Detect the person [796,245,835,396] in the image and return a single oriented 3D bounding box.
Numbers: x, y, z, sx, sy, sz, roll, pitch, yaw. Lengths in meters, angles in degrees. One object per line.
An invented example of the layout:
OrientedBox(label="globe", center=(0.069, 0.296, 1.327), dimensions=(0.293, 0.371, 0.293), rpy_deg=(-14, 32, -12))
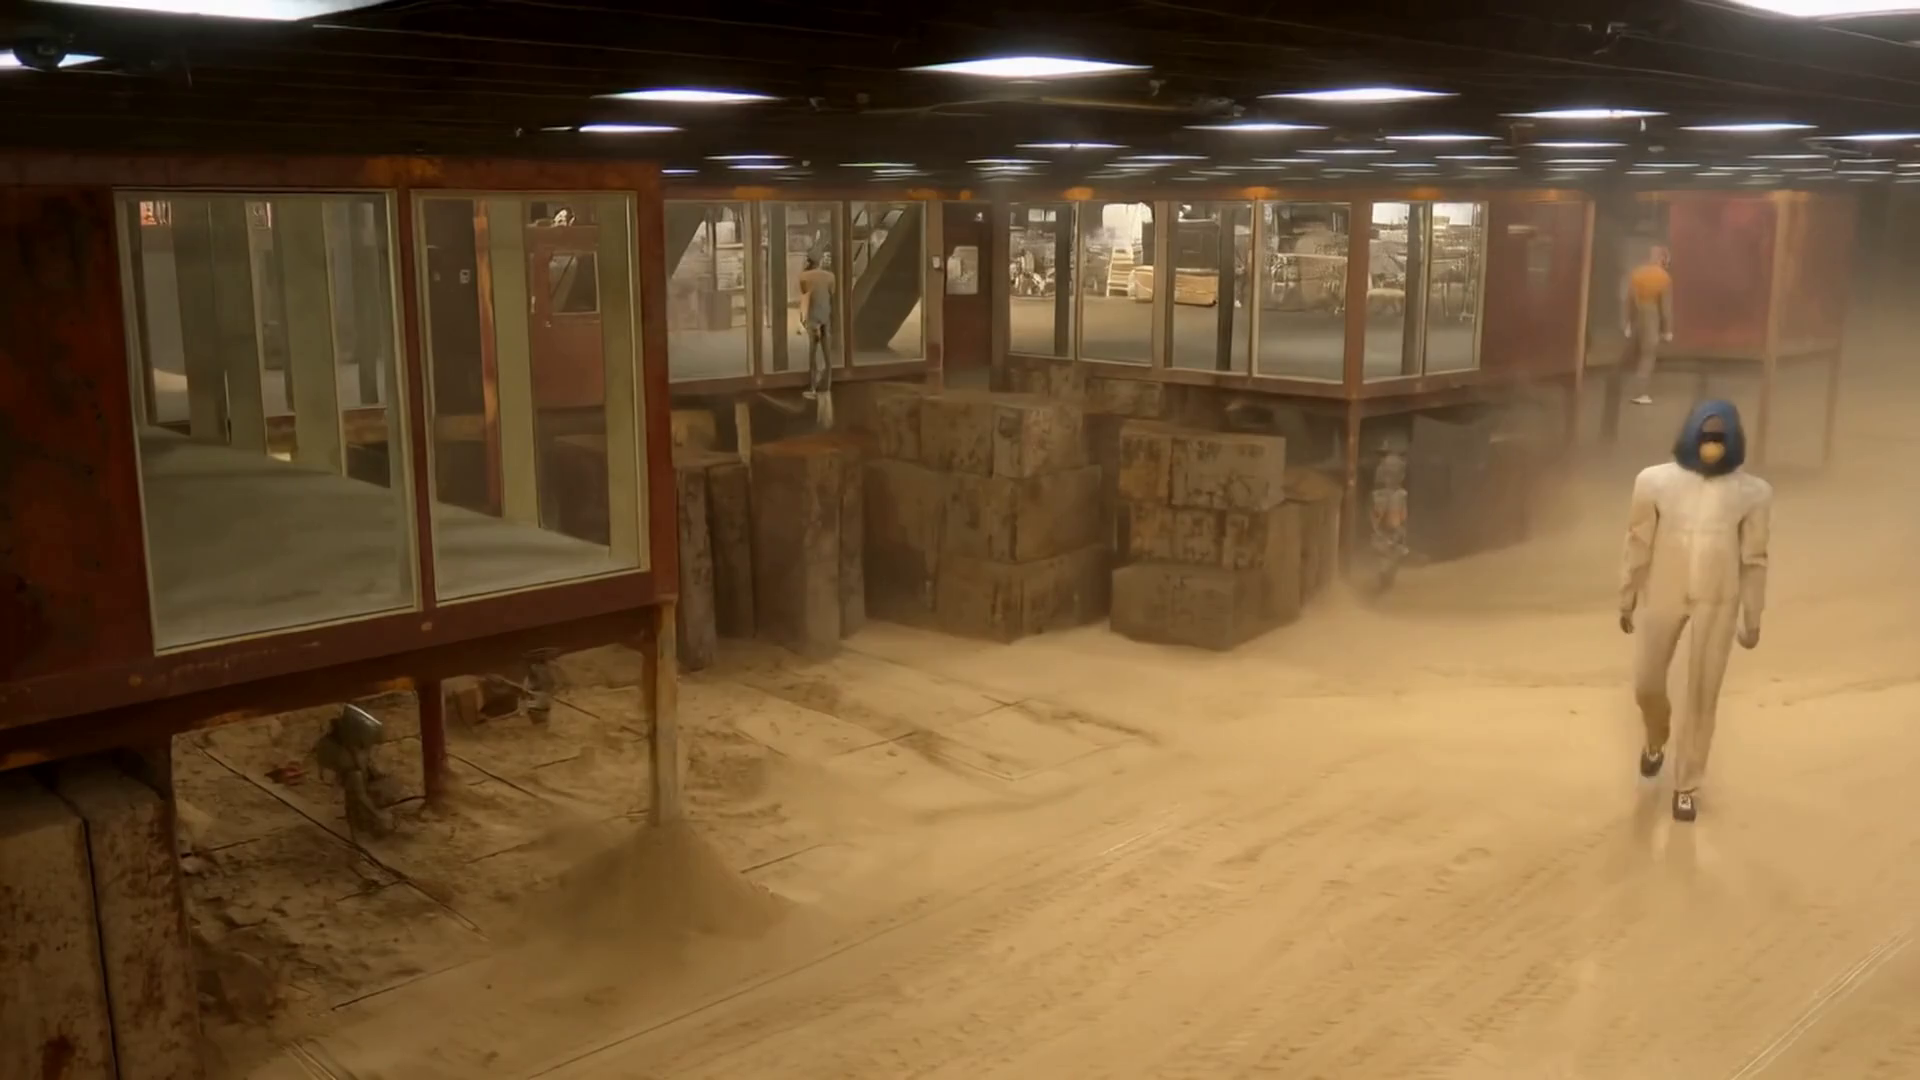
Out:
OrientedBox(label="person", center=(-1.799, -2.716, 20.670), dimensions=(0.517, 1.873, 0.328), rpy_deg=(-7, 13, -31))

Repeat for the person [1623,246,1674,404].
OrientedBox(label="person", center=(8.282, -2.554, 19.832), dimensions=(0.631, 1.878, 0.688), rpy_deg=(-3, 12, -16))

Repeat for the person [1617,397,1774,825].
OrientedBox(label="person", center=(2.813, 0.253, 6.389), dimensions=(0.524, 1.619, 0.464), rpy_deg=(5, 12, 24))
